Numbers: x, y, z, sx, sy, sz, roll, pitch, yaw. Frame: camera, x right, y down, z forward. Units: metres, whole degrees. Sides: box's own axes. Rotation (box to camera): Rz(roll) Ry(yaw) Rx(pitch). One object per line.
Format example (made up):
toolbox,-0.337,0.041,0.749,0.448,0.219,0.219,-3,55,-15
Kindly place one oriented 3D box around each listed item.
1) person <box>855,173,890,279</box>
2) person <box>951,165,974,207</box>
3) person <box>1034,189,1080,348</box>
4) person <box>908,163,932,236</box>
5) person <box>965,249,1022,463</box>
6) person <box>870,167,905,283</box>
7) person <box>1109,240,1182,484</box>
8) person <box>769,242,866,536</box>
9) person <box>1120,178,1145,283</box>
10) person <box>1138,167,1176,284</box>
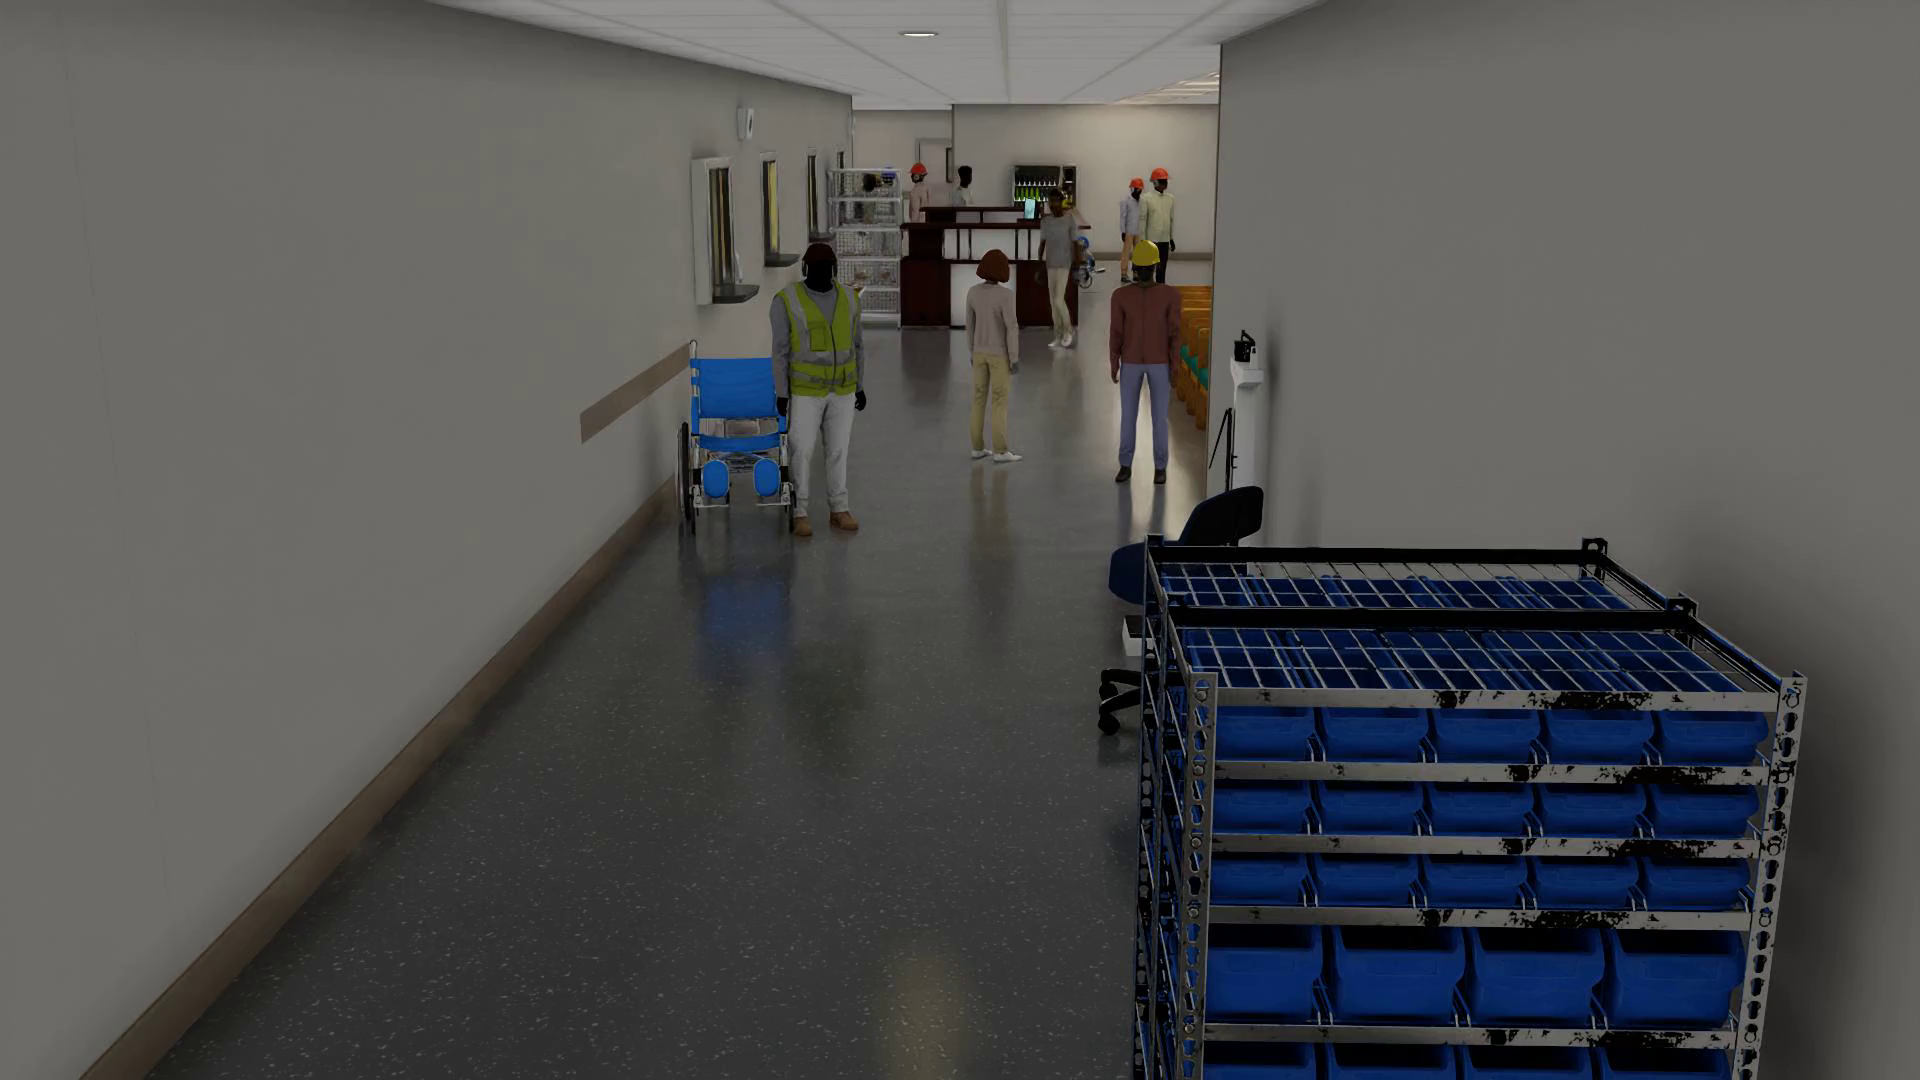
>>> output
person,-1.472,-5.353,28.429,0.899,1.802,0.663,10,17,35
person,0.124,-5.264,27.796,0.679,1.940,0.612,9,16,32
person,1.134,-3.168,19.475,0.501,1.855,0.431,10,17,35
person,-0.667,-5.141,27.183,0.375,1.997,0.611,5,15,21
person,0.258,-1.411,12.793,0.505,1.633,0.279,13,19,42
person,-1.172,-5.066,27.016,0.602,1.939,0.423,5,15,20
person,1.331,-1.274,11.988,0.517,1.757,0.335,2,14,9
person,-0.874,-0.950,10.497,0.635,1.840,0.429,-8,16,-28
person,2.933,-5.201,27.948,0.564,1.743,0.352,-9,16,-32
person,2.841,-4.345,23.952,0.615,1.997,0.373,-8,16,-29
